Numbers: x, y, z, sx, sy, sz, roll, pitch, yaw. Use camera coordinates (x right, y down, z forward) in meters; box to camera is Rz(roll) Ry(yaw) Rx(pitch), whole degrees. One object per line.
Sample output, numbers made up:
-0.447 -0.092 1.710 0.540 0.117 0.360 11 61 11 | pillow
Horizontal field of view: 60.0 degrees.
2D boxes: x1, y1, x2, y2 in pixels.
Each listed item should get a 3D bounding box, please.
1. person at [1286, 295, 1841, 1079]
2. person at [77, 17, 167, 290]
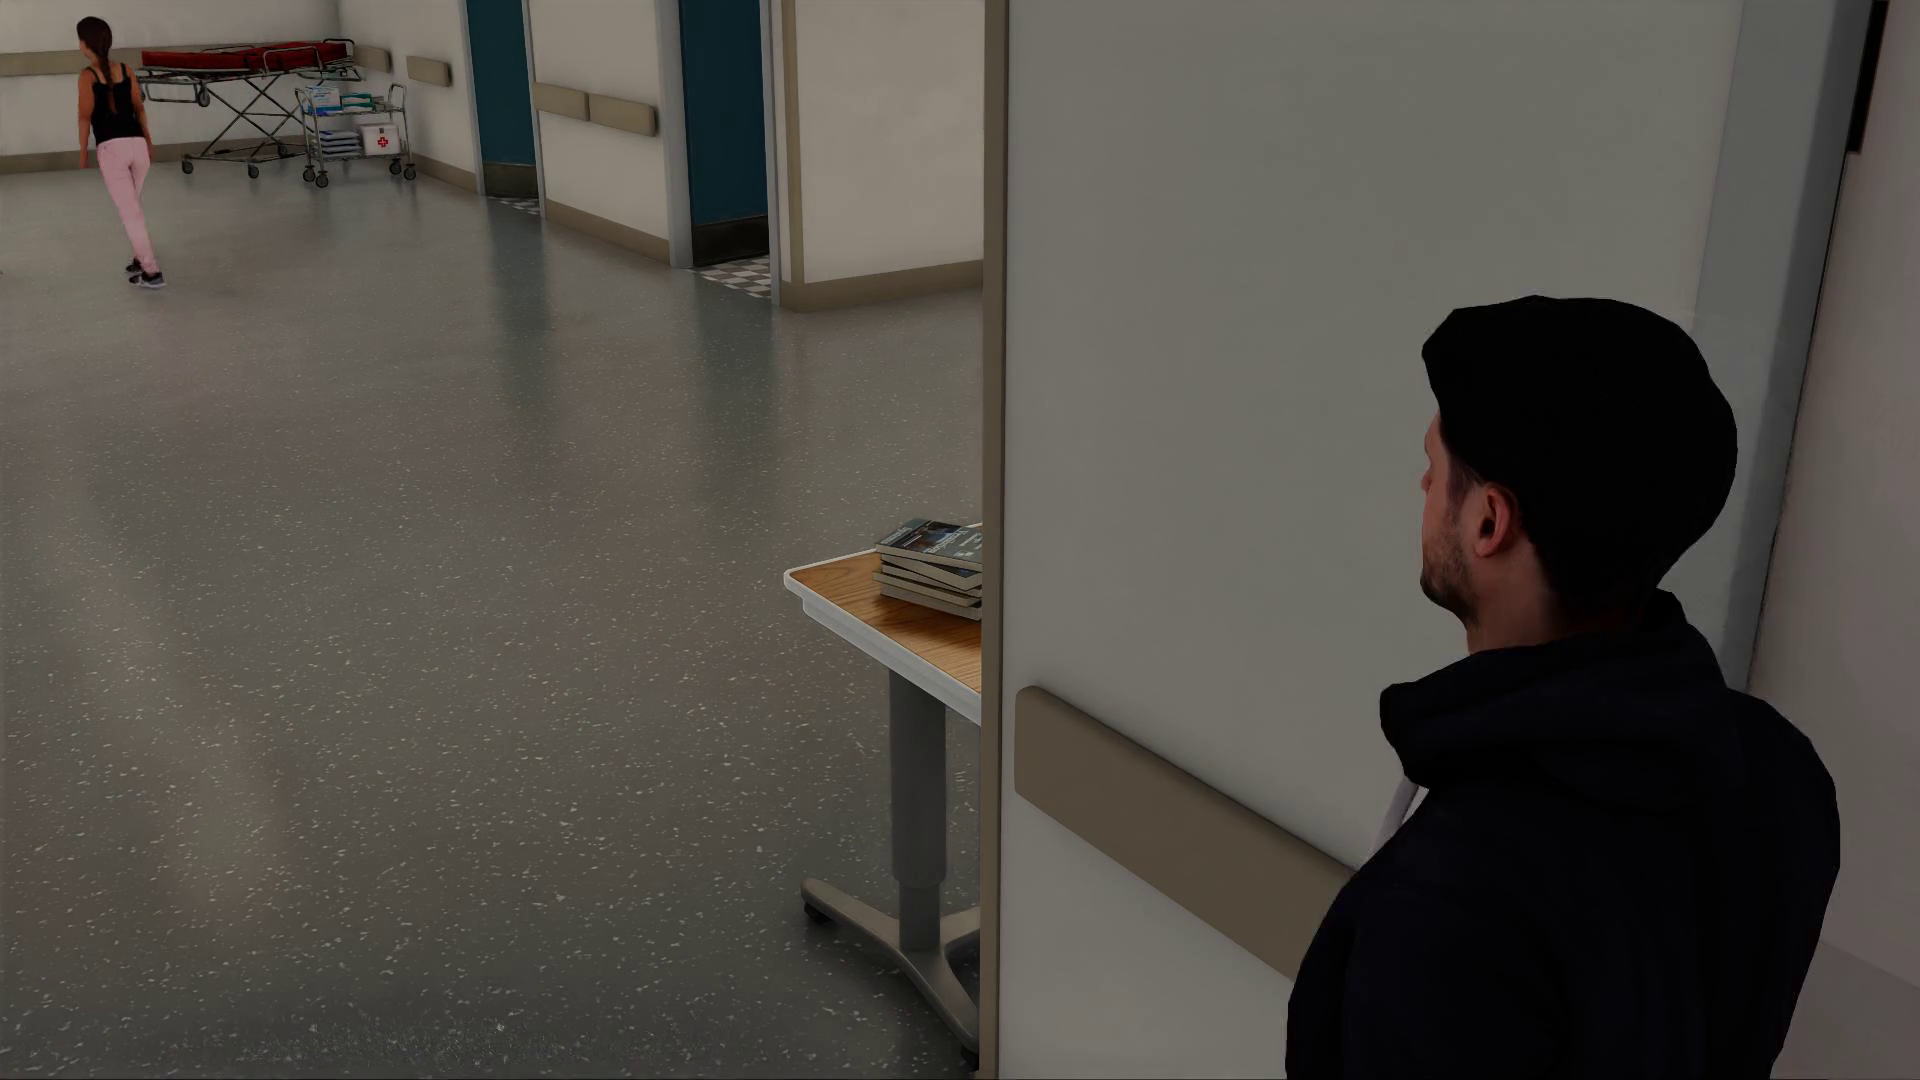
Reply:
0.501 0.763 1.343 0.696 1.872 0.733 -15 26 -35 | person
-4.865 -2.248 9.749 0.796 1.549 0.694 10 23 25 | person
